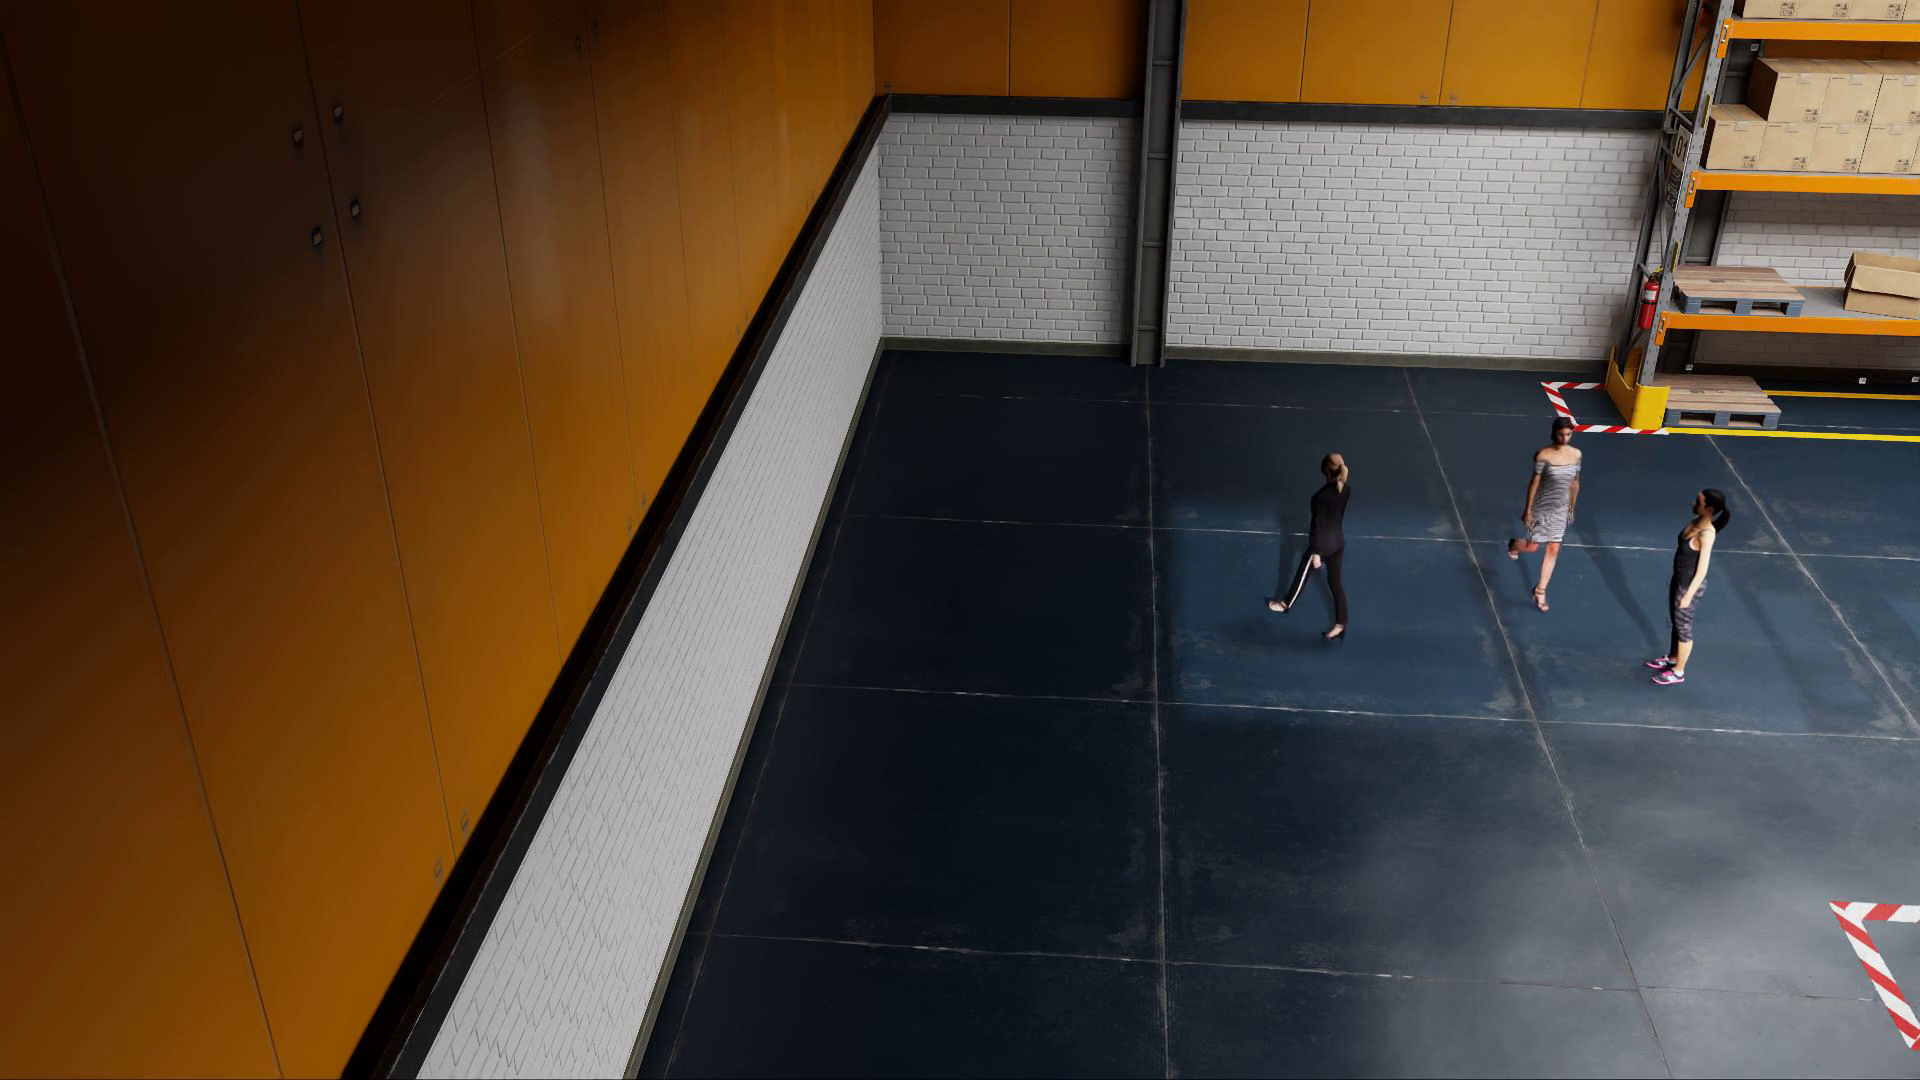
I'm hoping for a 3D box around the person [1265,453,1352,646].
[{"bbox_3d":[3.131,0.117,13.888,1.028,1.665,1.094,-23,36,-36],"label":"person"}]

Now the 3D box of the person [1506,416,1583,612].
[{"bbox_3d":[5.066,-0.280,14.471,0.934,1.804,0.827,-6,29,-10],"label":"person"}]

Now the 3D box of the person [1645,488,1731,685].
[{"bbox_3d":[5.869,0.361,13.374,0.558,1.730,0.590,5,29,9],"label":"person"}]
